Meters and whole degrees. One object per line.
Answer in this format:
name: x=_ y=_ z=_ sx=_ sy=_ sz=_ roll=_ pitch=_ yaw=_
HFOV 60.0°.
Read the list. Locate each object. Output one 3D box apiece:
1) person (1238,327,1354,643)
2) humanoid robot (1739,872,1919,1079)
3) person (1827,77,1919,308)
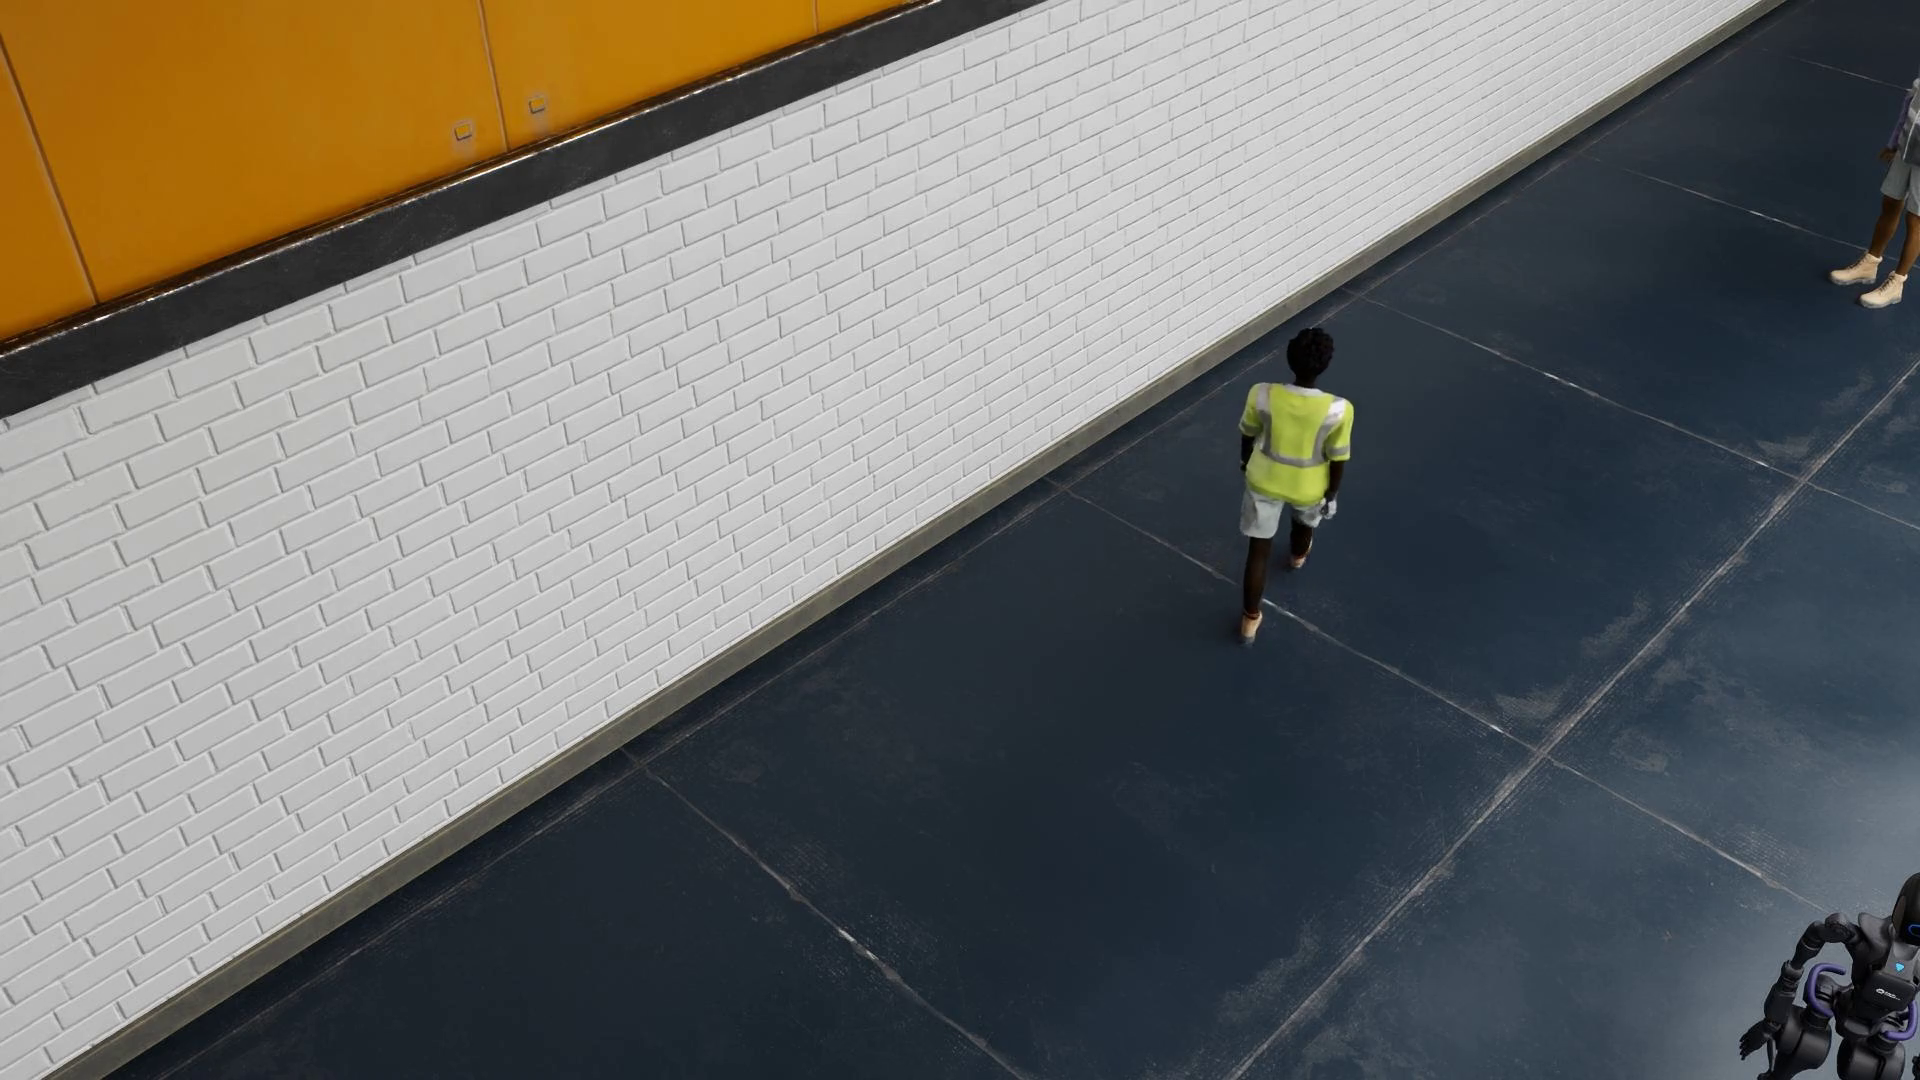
person: x=1.633 y=-0.339 z=8.235 sx=0.550 sy=1.648 sz=0.895 roll=11 pitch=40 yaw=13
humanoid robot: x=3.020 y=1.701 z=5.654 sx=0.599 sy=1.657 sz=0.315 roll=17 pitch=42 yaw=20
person: x=6.113 y=-2.451 z=10.564 sx=0.366 sy=2.047 sz=0.605 roll=-7 pitch=39 yaw=-9
